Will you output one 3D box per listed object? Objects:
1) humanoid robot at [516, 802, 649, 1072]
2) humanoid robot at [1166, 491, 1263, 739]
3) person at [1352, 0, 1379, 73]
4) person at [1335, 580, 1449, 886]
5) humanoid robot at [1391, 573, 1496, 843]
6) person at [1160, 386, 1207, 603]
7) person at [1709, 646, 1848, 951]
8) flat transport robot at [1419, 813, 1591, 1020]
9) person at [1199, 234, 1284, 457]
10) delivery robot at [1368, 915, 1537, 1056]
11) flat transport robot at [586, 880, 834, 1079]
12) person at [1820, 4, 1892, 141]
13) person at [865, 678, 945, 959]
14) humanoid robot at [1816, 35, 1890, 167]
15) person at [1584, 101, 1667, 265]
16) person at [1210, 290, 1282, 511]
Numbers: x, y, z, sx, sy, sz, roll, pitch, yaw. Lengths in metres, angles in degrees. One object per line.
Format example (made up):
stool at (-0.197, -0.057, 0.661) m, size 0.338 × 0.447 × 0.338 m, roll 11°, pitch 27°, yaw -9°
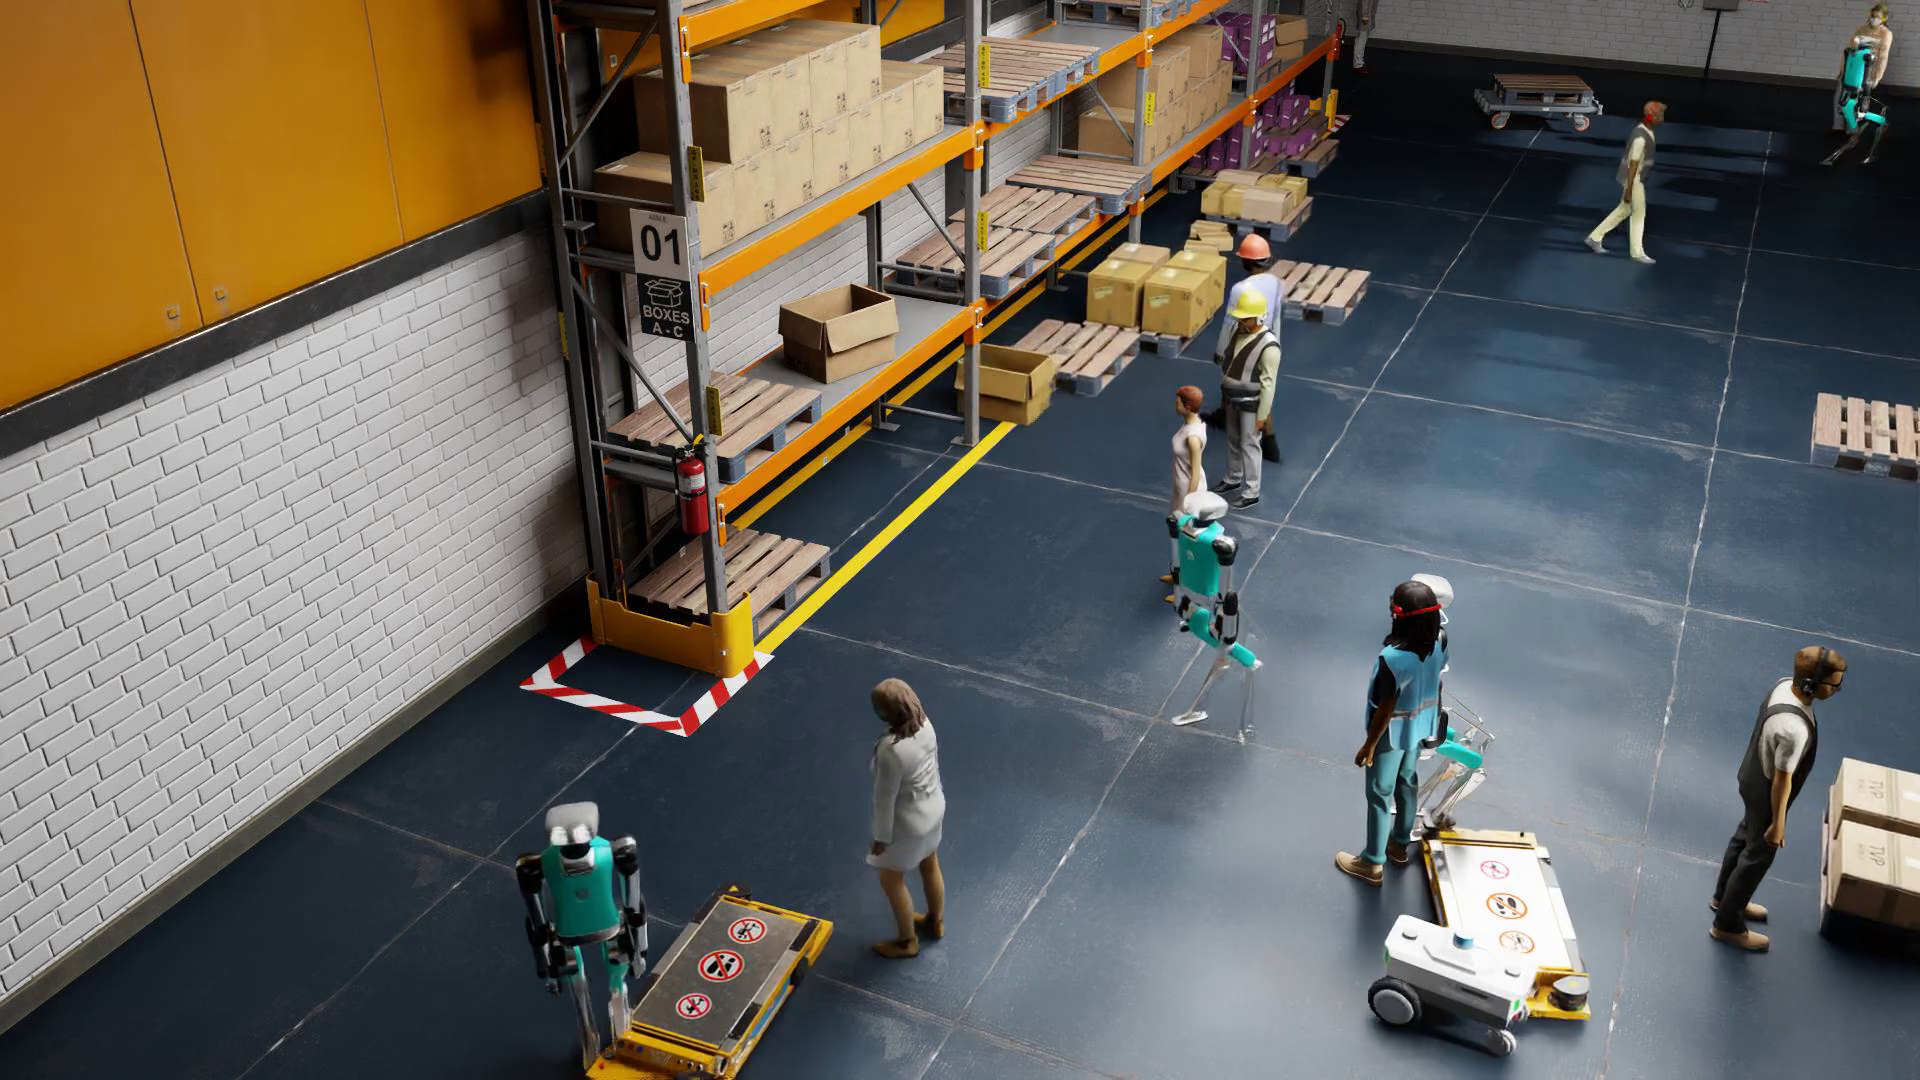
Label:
humanoid robot at (-1.738, 1.841, 7.771) m, size 0.537 × 1.789 × 0.748 m, roll -8°, pitch 29°, yaw -15°
humanoid robot at (1.659, 0.457, 10.353) m, size 0.796 × 1.790 × 0.530 m, roll -19°, pitch 34°, yaw -31°
person at (6.578, -8.496, 26.839) m, size 0.365 × 1.832 × 0.503 m, roll 12°, pitch 31°, yaw 21°
person at (2.386, 1.056, 9.086) m, size 0.539 × 1.865 × 0.379 m, roll -22°, pitch 35°, yaw -34°
humanoid robot at (2.741, 0.938, 9.302) m, size 0.735 × 1.677 × 0.533 m, roll -2°, pitch 28°, yaw -5°
person at (1.620, -0.330, 11.874) m, size 0.277 × 1.656 × 0.452 m, roll 1°, pitch 28°, yaw 2°
person at (4.216, 1.332, 8.616) m, size 0.362 × 1.834 × 0.514 m, roll 8°, pitch 29°, yaw 15°
flat transport robot at (2.918, 2.010, 9.001) m, size 0.659 × 0.231 × 1.431 m, roll 3°, pitch 28°, yaw 5°
person at (2.452, -1.675, 14.147) m, size 0.550 × 1.882 × 1.029 m, roll -23°, pitch 36°, yaw -35°
delivery robot at (2.478, 2.193, 8.365) m, size 0.791 × 0.598 × 0.499 m, roll 16°, pitch 32°, yaw 27°
flat transport robot at (-1.239, 2.303, 8.458) m, size 0.659 × 0.231 × 1.431 m, roll 10°, pitch 30°, yaw 19°
person at (12.510, -6.499, 23.118) m, size 0.396 × 1.860 × 0.652 m, roll -19°, pitch 34°, yaw -31°
person at (-0.270, 1.440, 8.600) m, size 0.357 × 1.648 × 0.546 m, roll 14°, pitch 31°, yaw 24°
humanoid robot at (11.921, -5.732, 21.851) m, size 1.029 × 1.766 × 0.548 m, roll -4°, pitch 29°, yaw -7°
person at (7.498, -3.999, 18.520) m, size 0.775 × 1.821 × 0.601 m, roll 11°, pitch 30°, yaw 20°
person at (2.260, -1.114, 13.162) m, size 0.403 × 1.824 × 0.597 m, roll -11°, pitch 30°, yaw -19°
